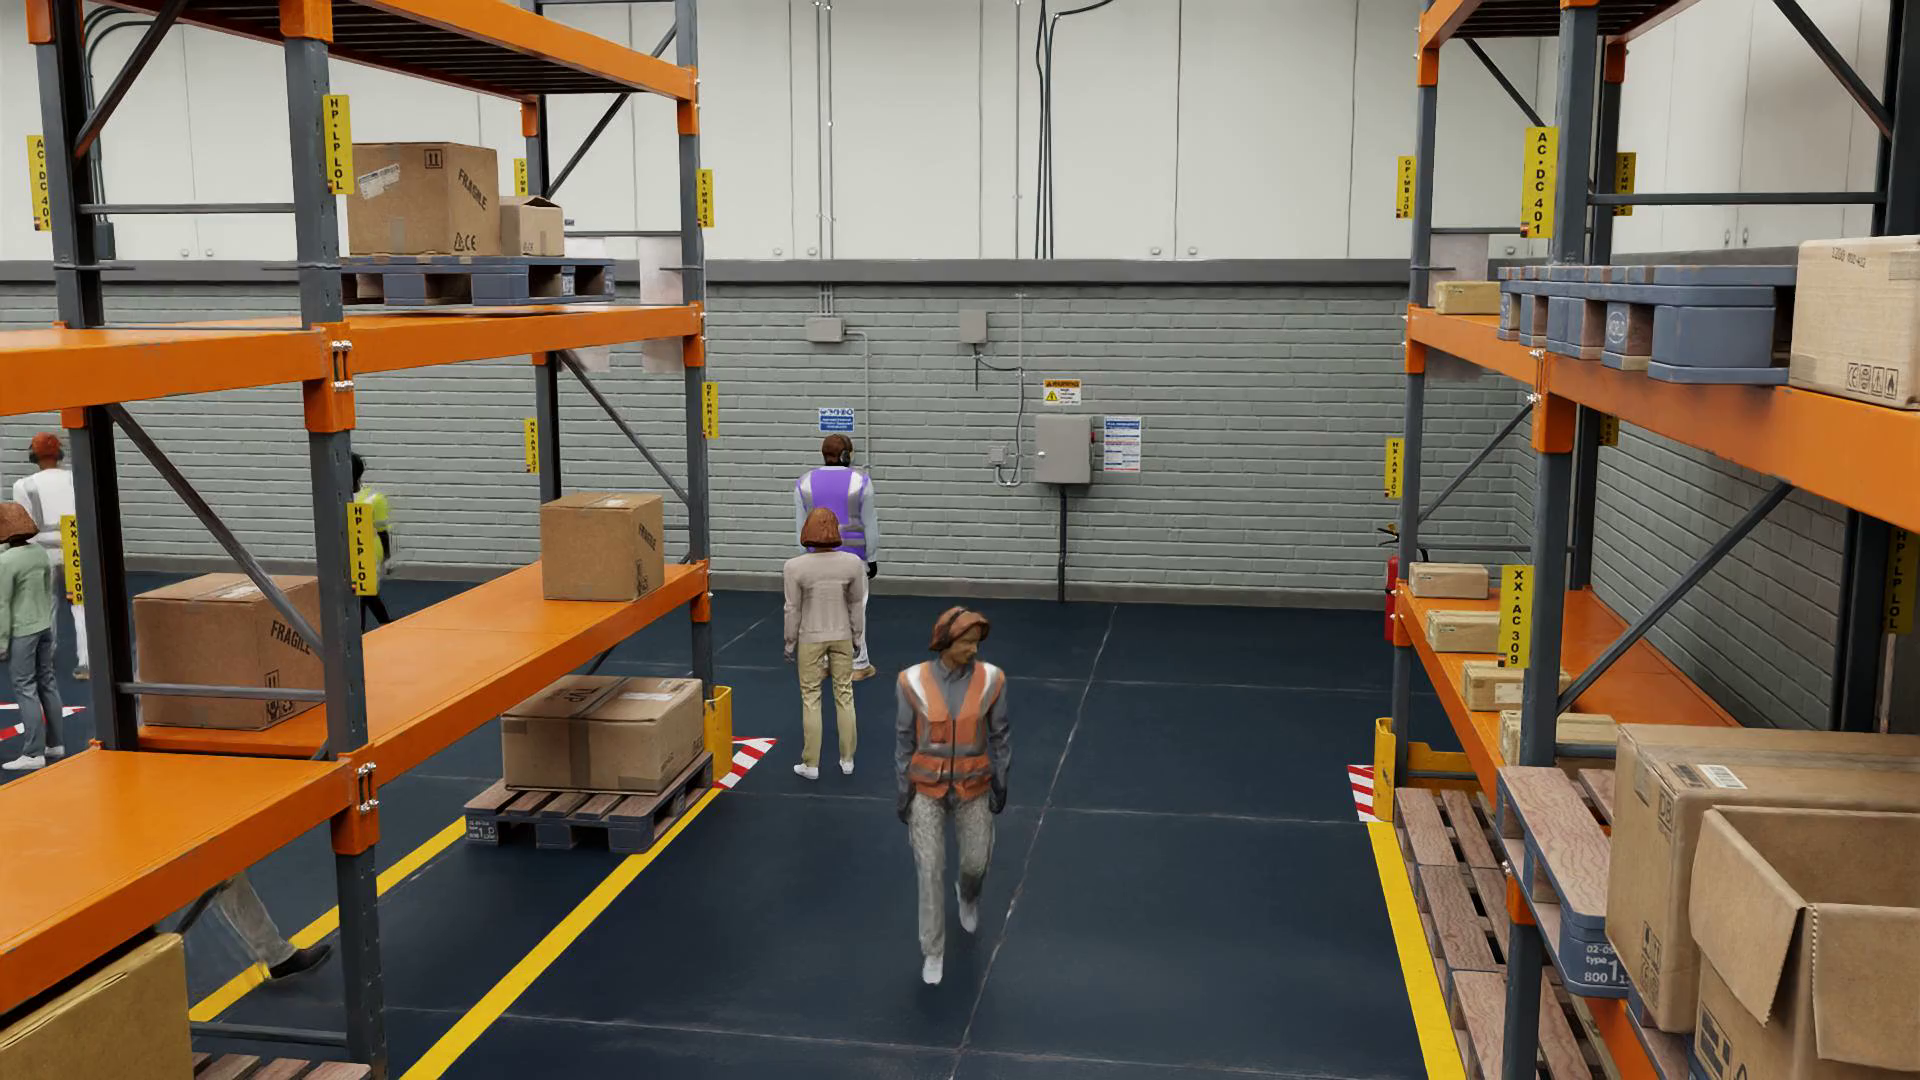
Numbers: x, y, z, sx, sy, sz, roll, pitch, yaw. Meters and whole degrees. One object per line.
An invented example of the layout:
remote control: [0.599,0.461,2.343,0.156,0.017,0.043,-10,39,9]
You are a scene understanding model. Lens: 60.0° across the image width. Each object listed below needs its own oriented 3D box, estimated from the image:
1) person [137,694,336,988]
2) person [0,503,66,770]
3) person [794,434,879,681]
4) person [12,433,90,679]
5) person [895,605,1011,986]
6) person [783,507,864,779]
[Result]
person: [-3.161,1.032,6.965,0.948,1.763,0.663,-3,10,-16]
person: [-5.716,0.583,10.167,0.271,1.629,0.502,0,9,1]
person: [-0.895,0.131,12.322,0.619,1.838,0.430,2,9,12]
person: [-6.743,0.116,12.451,0.575,1.833,1.005,-8,12,-40]
person: [-0.037,1.068,7.225,0.512,1.619,0.514,-1,9,-5]
person: [-0.817,0.615,9.958,0.501,1.633,0.280,-4,10,-23]
